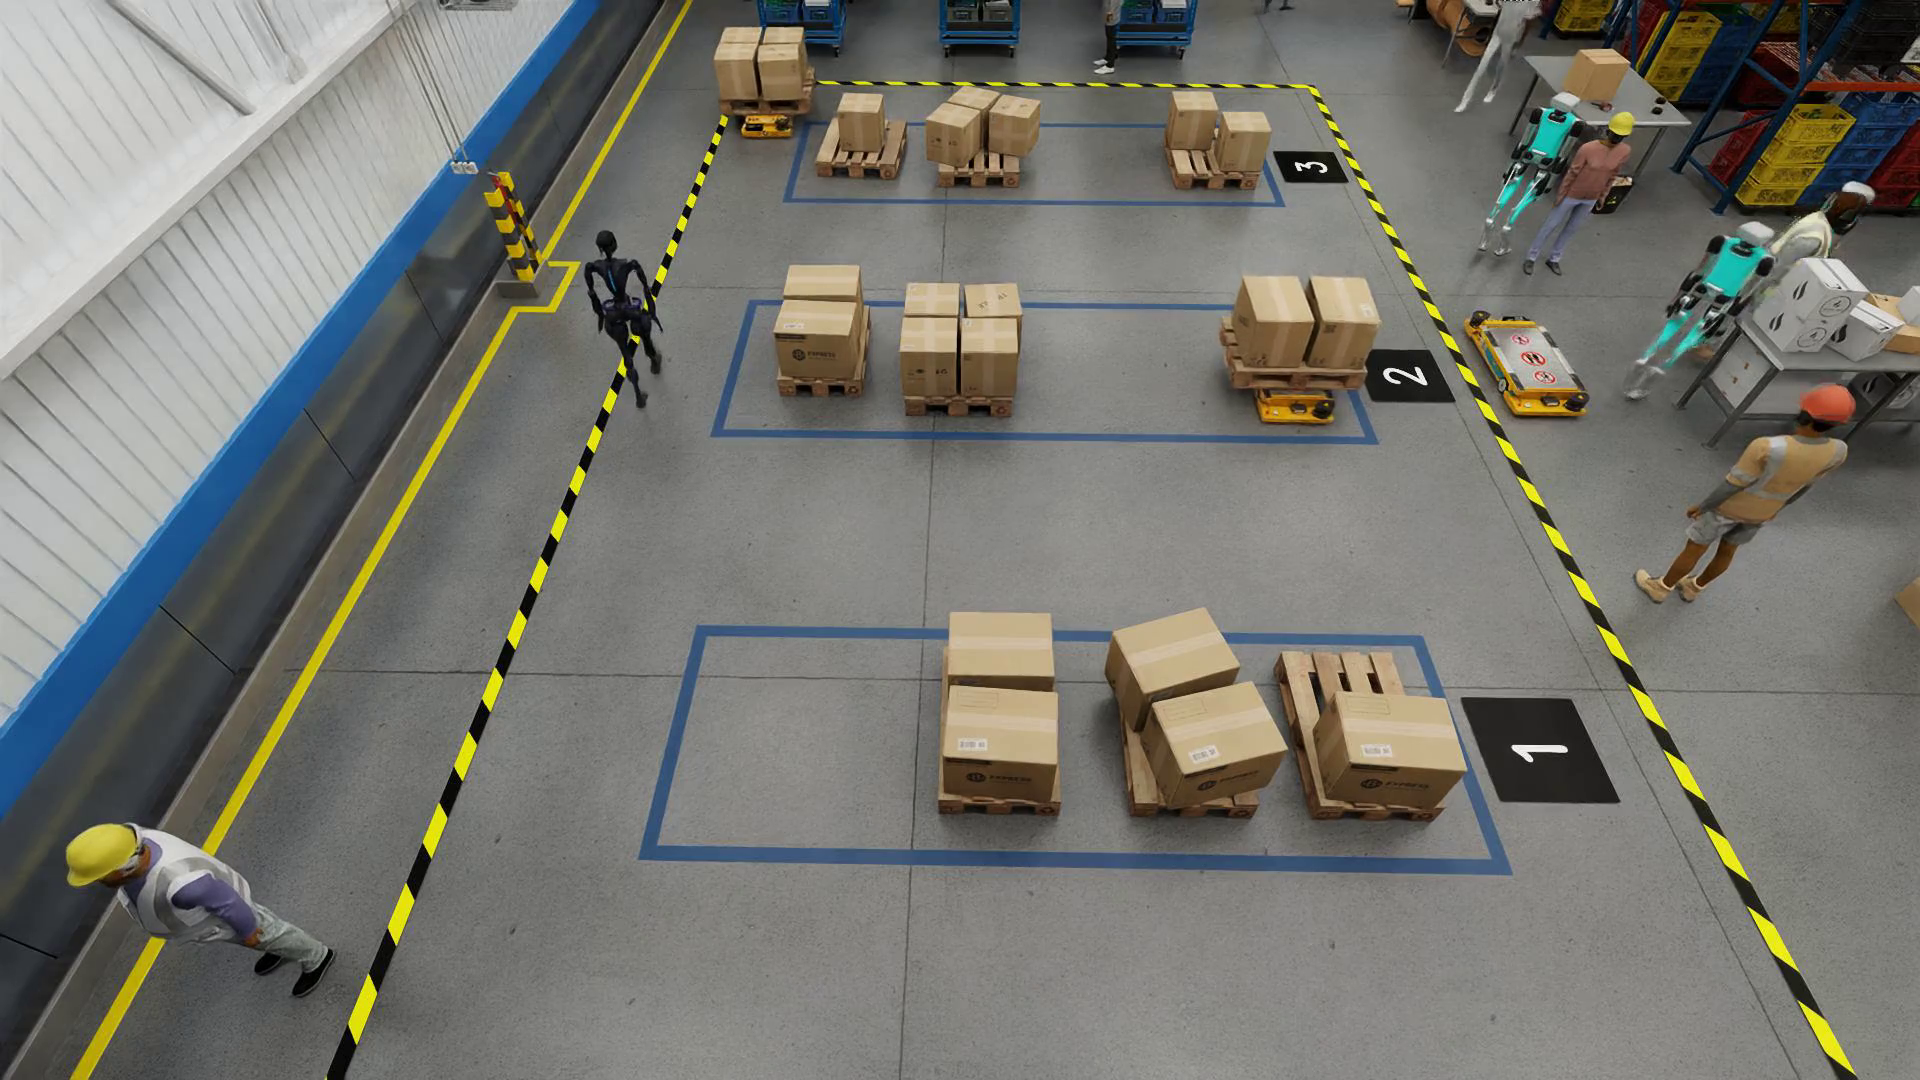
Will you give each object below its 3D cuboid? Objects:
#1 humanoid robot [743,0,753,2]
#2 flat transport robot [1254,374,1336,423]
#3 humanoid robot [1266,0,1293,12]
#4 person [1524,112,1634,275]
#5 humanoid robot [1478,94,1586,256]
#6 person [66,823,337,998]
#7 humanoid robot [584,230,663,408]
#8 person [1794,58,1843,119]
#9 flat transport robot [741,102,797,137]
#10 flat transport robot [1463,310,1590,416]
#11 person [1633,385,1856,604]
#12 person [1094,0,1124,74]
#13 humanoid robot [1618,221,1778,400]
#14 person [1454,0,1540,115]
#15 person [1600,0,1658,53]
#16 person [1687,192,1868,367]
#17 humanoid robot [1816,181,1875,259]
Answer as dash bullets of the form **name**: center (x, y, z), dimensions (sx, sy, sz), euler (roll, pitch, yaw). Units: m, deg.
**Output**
- **humanoid robot**: center (-3.643, -9.752, 15.046), dimensions (0.368, 1.648, 0.605), euler (27, 54, 21)
- **flat transport robot**: center (3.171, -1.688, 8.976), dimensions (0.652, 0.197, 1.431), euler (1, 49, 1)
- **humanoid robot**: center (5.310, -9.420, 14.769), dimensions (0.611, 1.639, 0.601), euler (-9, 50, -8)
- **person**: center (6.566, -3.630, 9.684), dimensions (0.522, 1.768, 0.310), euler (3, 49, 2)
- **humanoid robot**: center (5.993, -3.815, 9.777), dimensions (0.735, 1.675, 0.533), euler (-36, 58, -27)
- **person**: center (-3.947, 1.944, 4.815), dimensions (0.599, 1.830, 0.404), euler (20, 52, 16)
- **humanoid robot**: center (-3.072, -2.052, 8.412), dimensions (0.586, 1.623, 0.792), euler (-7, 49, -6)
- **person**: center (10.873, -5.764, 11.471), dimensions (0.316, 1.859, 0.506), euler (9, 50, 7)
- **flat transport robot**: center (-2.621, -6.023, 12.728), dimensions (0.652, 0.197, 1.431), euler (-1, 49, -1)
- **flat transport robot**: center (5.573, -1.757, 9.054), dimensions (0.659, 0.231, 1.431), euler (1, 49, 1)
- **person**: center (5.623, -0.272, 6.596), dimensions (0.607, 2.044, 0.390), euler (2, 49, 2)
- **person**: center (2.152, -7.699, 13.152), dimensions (0.399, 1.849, 0.590), euler (6, 49, 5)
- **humanoid robot**: center (6.516, -1.918, 8.290), dimensions (0.698, 1.885, 0.559), euler (-23, 53, -18)
- **person**: center (7.354, -6.757, 12.360), dimensions (0.531, 1.814, 0.990), euler (37, 59, 28)
- **person**: center (9.607, -7.539, 13.082), dimensions (0.493, 1.742, 0.305), euler (36, 58, 27)
- **person**: center (7.644, -2.414, 8.608), dimensions (0.694, 1.803, 0.643), euler (27, 54, 21)
- **humanoid robot**: center (8.149, -2.494, 8.729), dimensions (0.675, 1.810, 0.538), euler (12, 50, 10)
